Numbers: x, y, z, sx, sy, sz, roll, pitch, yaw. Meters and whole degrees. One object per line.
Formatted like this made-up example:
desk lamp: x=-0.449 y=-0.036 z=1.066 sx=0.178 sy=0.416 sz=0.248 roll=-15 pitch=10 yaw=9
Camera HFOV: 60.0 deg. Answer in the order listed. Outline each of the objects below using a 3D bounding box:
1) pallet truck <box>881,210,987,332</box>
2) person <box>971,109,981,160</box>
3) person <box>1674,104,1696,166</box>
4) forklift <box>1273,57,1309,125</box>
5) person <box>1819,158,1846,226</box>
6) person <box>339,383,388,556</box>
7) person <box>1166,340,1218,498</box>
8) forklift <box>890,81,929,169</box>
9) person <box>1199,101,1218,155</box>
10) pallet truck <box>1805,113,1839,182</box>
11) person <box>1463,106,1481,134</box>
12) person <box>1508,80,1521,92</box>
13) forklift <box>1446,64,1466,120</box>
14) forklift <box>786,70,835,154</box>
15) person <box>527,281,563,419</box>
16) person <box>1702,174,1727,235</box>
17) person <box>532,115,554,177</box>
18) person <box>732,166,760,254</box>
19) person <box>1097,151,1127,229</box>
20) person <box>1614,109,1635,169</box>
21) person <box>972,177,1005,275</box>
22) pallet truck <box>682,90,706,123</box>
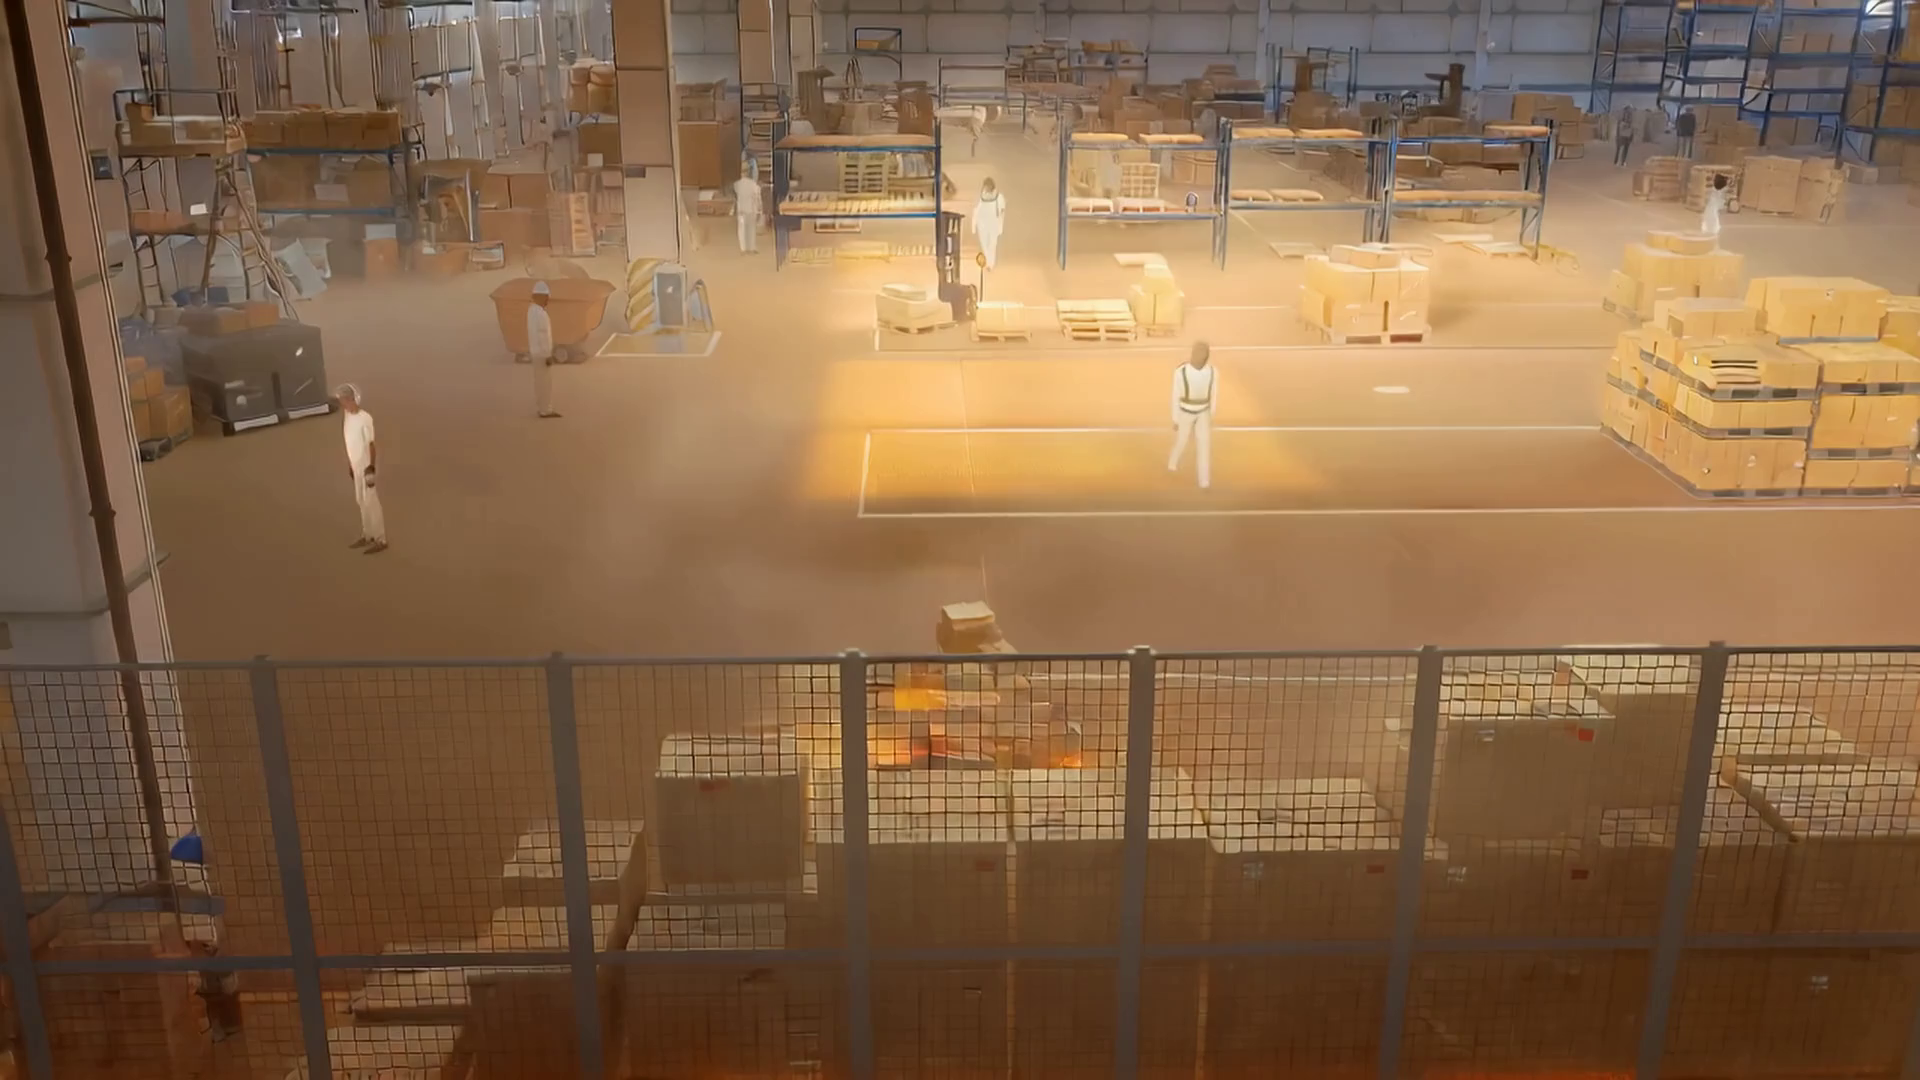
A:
pallet truck: x=-0.493 y=-4.759 z=29.349 sx=1.885 sy=1.965 sz=0.823 roll=-13 pitch=23 yaw=-34
person: x=0.553 y=-13.895 z=56.914 sx=0.316 sy=1.695 sz=0.541 roll=6 pitch=19 yaw=17
person: x=23.914 y=-13.365 z=54.883 sx=0.619 sy=1.992 sz=0.396 roll=1 pitch=19 yaw=3
forklift: x=14.059 y=-18.505 z=68.767 sx=1.873 sy=2.768 sz=1.129 roll=8 pitch=20 yaw=22
person: x=21.783 y=-8.679 z=41.471 sx=0.532 sy=1.686 sz=0.334 roll=-8 pitch=20 yaw=-23
person: x=-6.374 y=-0.759 z=17.692 sx=0.512 sy=1.864 sz=0.325 roll=17 pitch=25 yaw=41
person: x=2.773 y=-1.494 z=19.912 sx=0.583 sy=1.849 sz=0.944 roll=-4 pitch=19 yaw=-13
forklift: x=-1.501 y=-13.136 z=52.841 sx=1.129 sy=2.768 sz=1.873 roll=6 pitch=20 yaw=17
person: x=8.547 y=-14.125 z=57.272 sx=0.634 sy=1.915 sz=0.787 roll=3 pitch=19 yaw=9
pallet truck: x=26.403 y=-11.957 z=50.702 sx=0.823 sy=1.965 sz=1.885 roll=6 pitch=19 yaw=16
person: x=17.346 y=-13.785 z=56.405 sx=0.624 sy=1.822 sz=0.759 roll=-4 pitch=19 yaw=-10
person: x=23.050 y=-18.183 z=69.306 sx=0.540 sy=1.916 sz=0.498 roll=5 pitch=19 yaw=14
forklift: x=18.880 y=-16.764 z=63.603 sx=1.873 sy=2.768 sz=1.129 roll=0 pitch=19 yaw=-1
forklift: x=-5.368 y=-15.171 z=58.877 sx=1.873 sy=2.768 sz=1.129 roll=-10 pitch=21 yaw=-28
person: x=-5.824 y=-2.650 z=23.212 sx=0.383 sy=1.922 sz=0.587 roll=-9 pitch=20 yaw=-24
person: x=16.164 y=-6.887 z=35.729 sx=0.371 sy=1.960 sz=0.608 roll=-2 pitch=19 yaw=-5
person: x=-13.009 y=-12.318 z=52.000 sx=0.624 sy=1.846 sz=0.953 roll=2 pitch=19 yaw=6
person: x=-4.766 y=-7.358 z=37.160 sx=0.627 sy=1.935 sz=0.373 roll=4 pitch=19 yaw=12
person: x=3.772 y=-8.675 z=41.157 sx=0.642 sy=1.895 sz=1.047 roll=-11 pitch=21 yaw=-29
person: x=21.582 y=-13.055 z=54.096 sx=0.596 sy=1.914 sz=0.378 roll=1 pitch=19 yaw=2
person: x=0.595 y=-6.674 z=34.965 sx=0.680 sy=2.000 sz=1.046 roll=6 pitch=19 yaw=17
pallet truck: x=-9.671 y=-15.907 z=62.421 sx=0.823 sy=1.965 sz=1.885 roll=5 pitch=19 yaw=15
